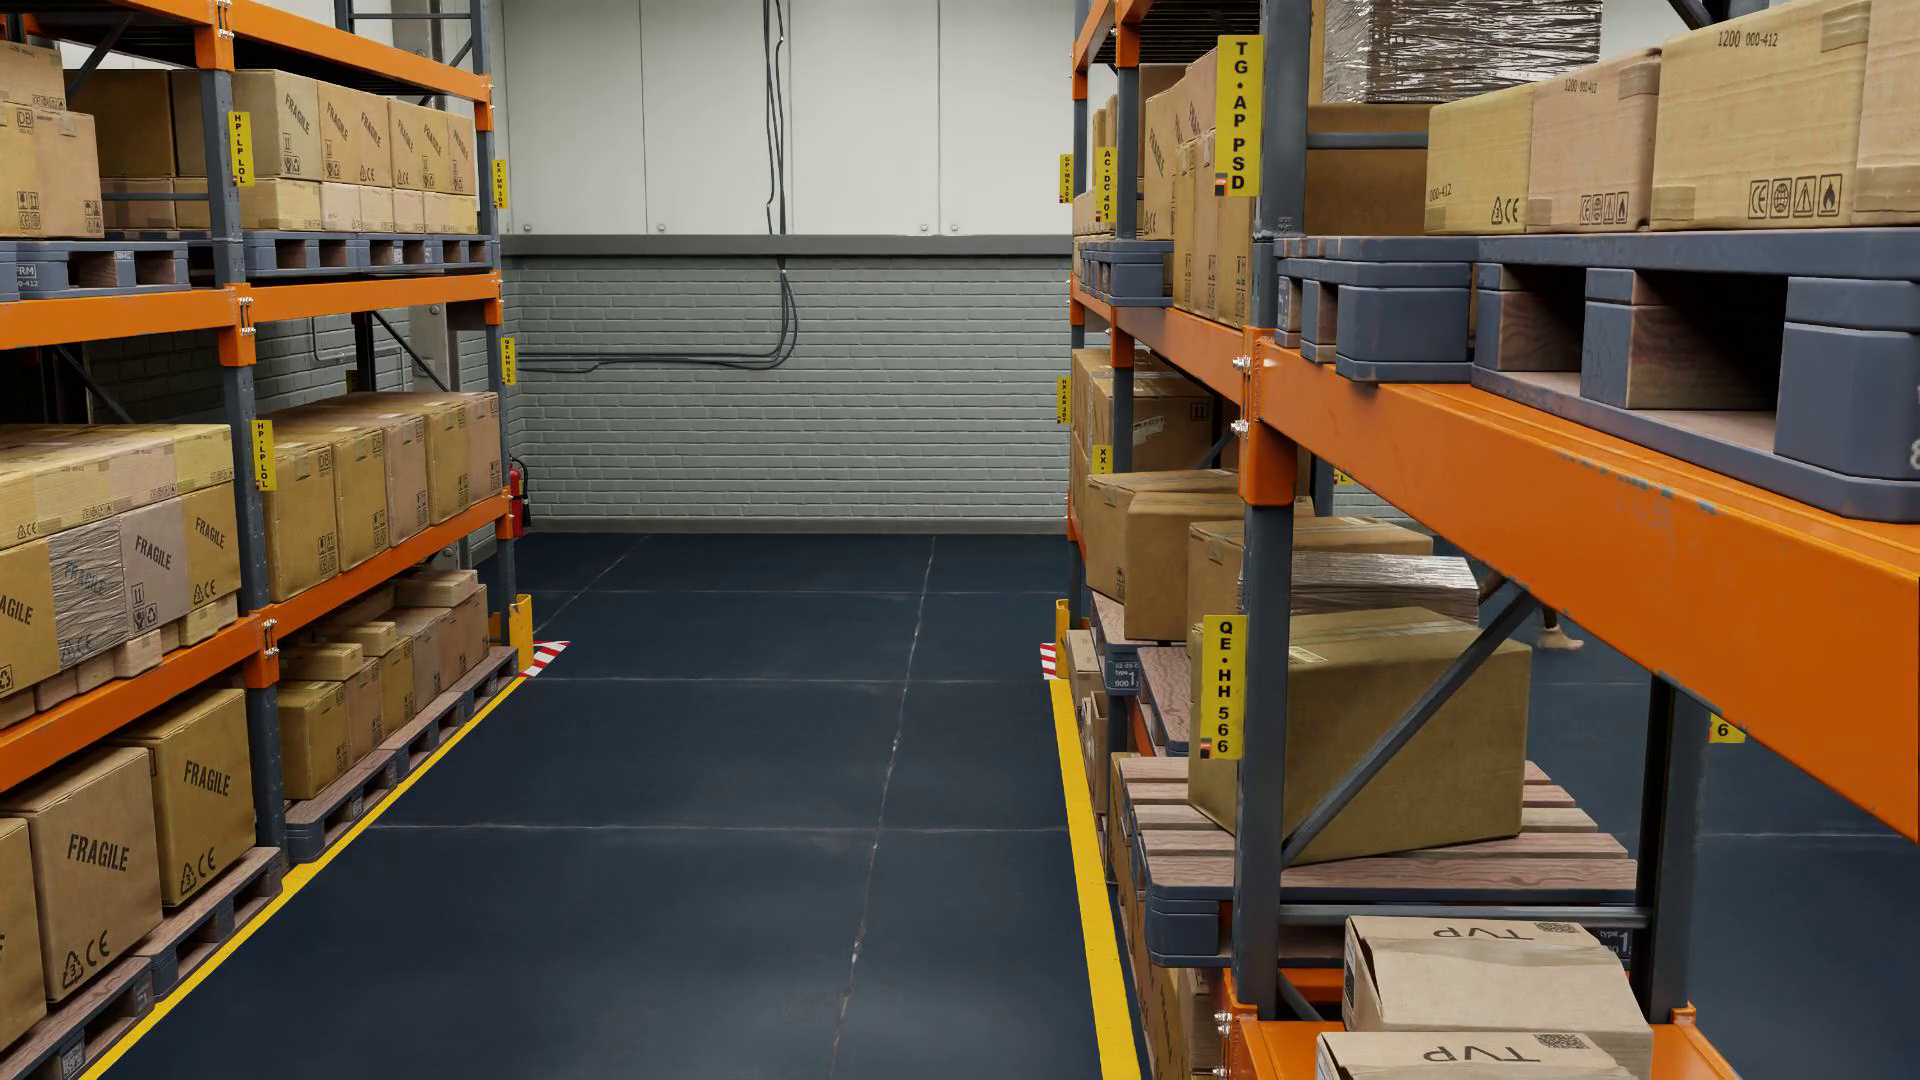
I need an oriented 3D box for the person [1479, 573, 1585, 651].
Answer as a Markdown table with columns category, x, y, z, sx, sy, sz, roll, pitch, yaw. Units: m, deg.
| category | x | y | z | sx | sy | sz | roll | pitch | yaw |
| --- | --- | --- | --- | --- | --- | --- | --- | --- | --- |
| person | 4.170 | -0.154 | 12.397 | 0.985 | 2.011 | 0.618 | 0 | 10 | 1 |
